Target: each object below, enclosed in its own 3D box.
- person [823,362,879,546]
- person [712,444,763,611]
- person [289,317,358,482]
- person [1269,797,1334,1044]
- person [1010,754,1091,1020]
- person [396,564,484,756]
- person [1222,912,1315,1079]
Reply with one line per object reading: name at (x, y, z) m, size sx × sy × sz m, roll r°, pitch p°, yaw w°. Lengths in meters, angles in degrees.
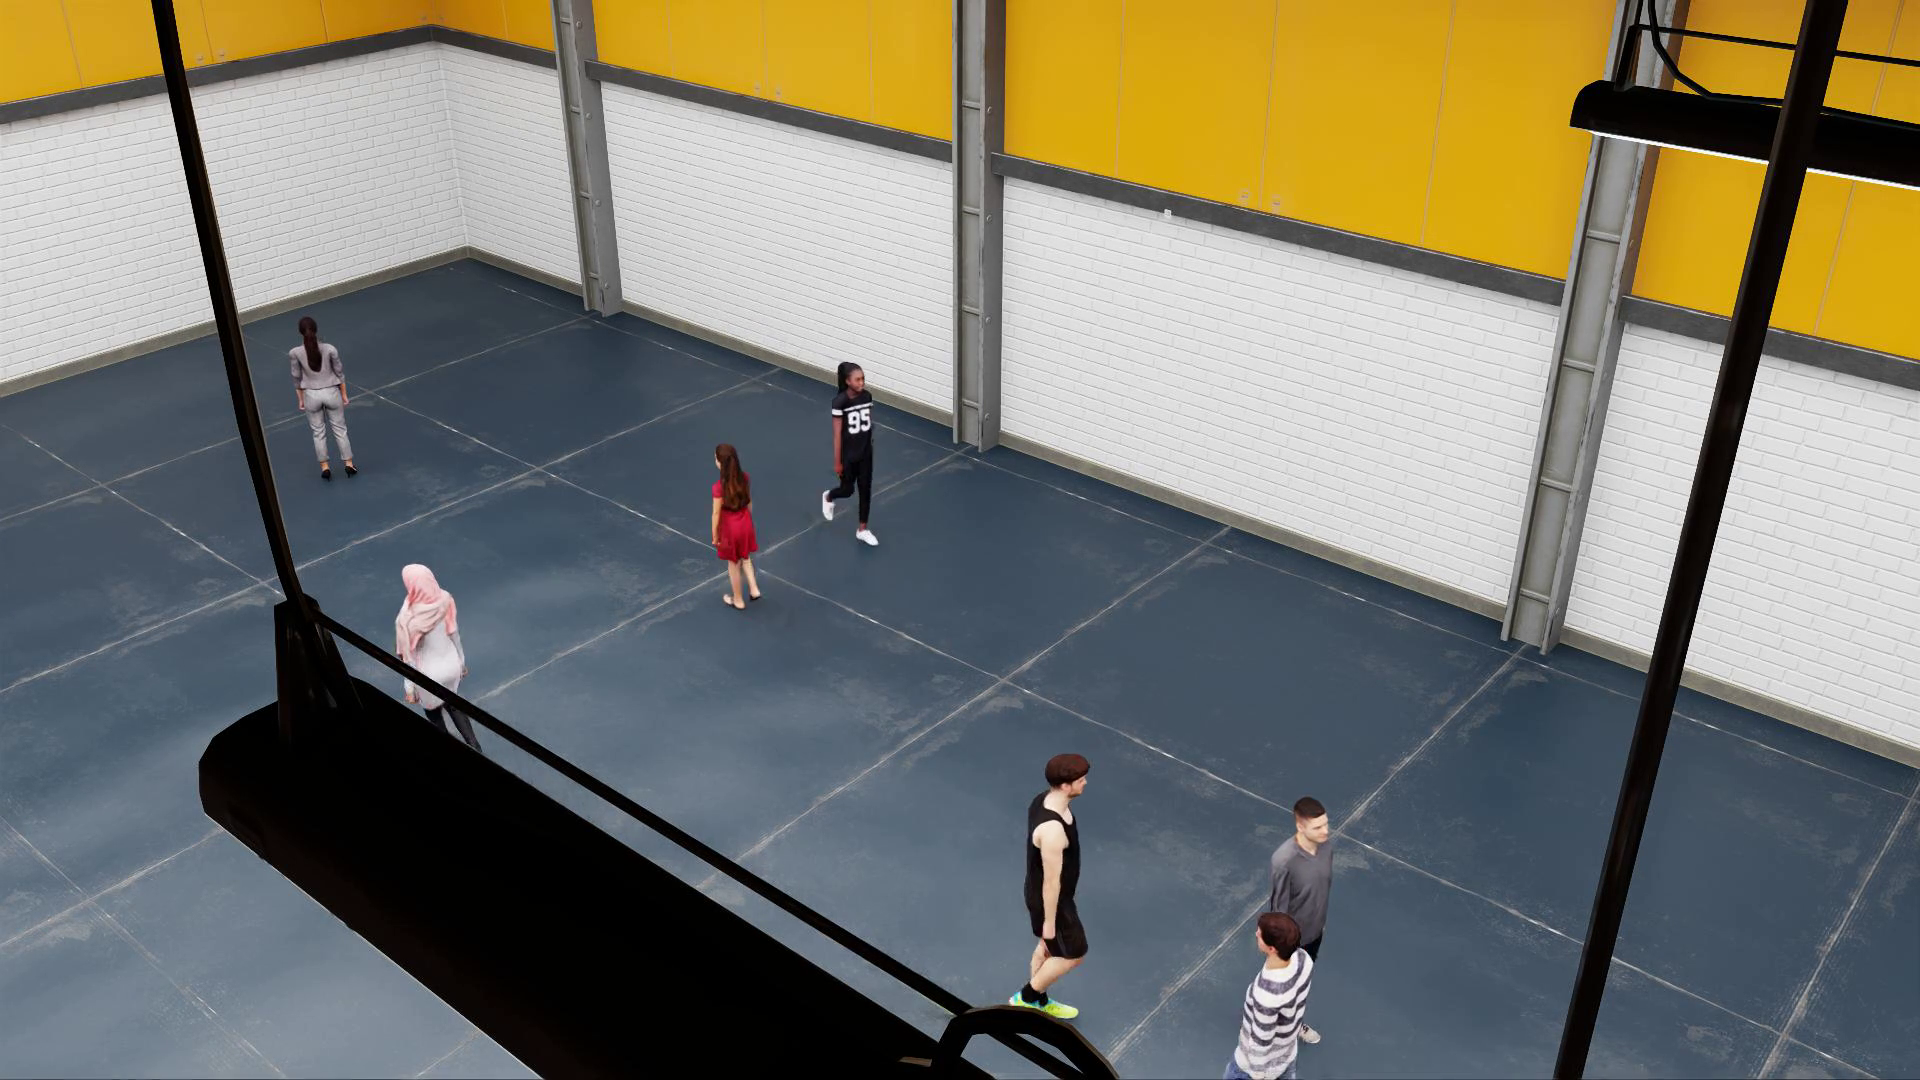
person at (-1.019, -0.804, 15.103) m, size 0.731 × 1.717 × 0.988 m, roll -21°, pitch 35°, yaw -34°
person at (-1.845, -0.081, 13.954) m, size 0.585 × 1.548 × 0.711 m, roll -24°, pitch 37°, yaw -37°
person at (-6.205, -1.370, 16.183) m, size 0.727 × 1.677 × 0.751 m, roll -9°, pitch 30°, yaw -16°
person at (1.929, 2.213, 9.526) m, size 0.559 × 1.761 × 0.629 m, roll 26°, pitch 38°, yaw 38°
person at (0.447, 2.061, 9.686) m, size 0.898 × 1.875 × 0.840 m, roll 1°, pitch 29°, yaw 1°
person at (-3.648, 0.972, 11.766) m, size 0.802 × 1.795 × 0.668 m, roll 19°, pitch 34°, yaw 31°
person at (1.673, 2.688, 8.592) m, size 1.115 × 1.821 × 0.639 m, roll 22°, pitch 36°, yaw 34°
